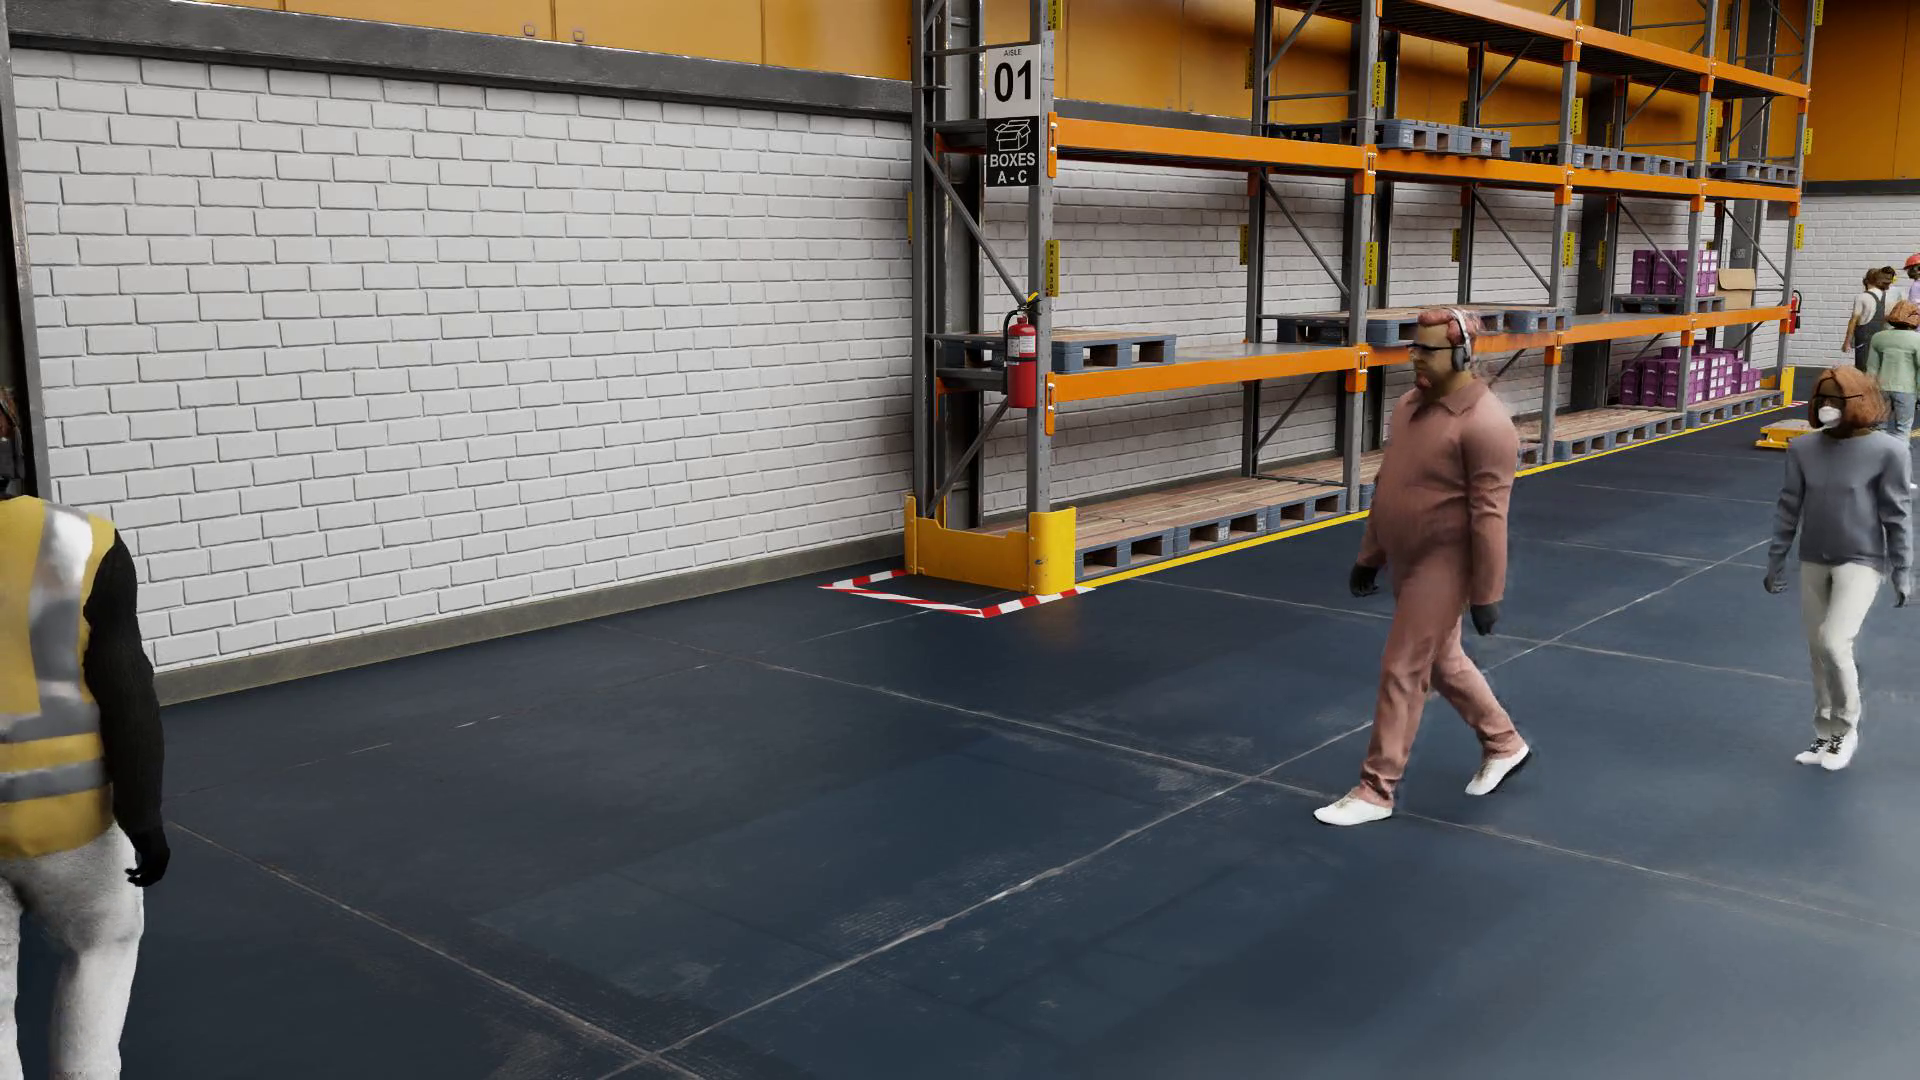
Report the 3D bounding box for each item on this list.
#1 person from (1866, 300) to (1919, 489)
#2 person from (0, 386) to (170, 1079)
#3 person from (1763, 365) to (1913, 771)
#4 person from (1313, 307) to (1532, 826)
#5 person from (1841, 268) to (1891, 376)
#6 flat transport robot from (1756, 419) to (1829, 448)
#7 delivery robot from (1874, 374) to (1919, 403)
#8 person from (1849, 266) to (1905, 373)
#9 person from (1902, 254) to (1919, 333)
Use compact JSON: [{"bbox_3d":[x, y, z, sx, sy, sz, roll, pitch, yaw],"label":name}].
[{"bbox_3d":[8.104,-1.257,14.398,0.265,1.631,0.507,-7,12,-34],"label":"person"},{"bbox_3d":[-1.980,0.569,3.442,0.658,1.826,0.481,-3,10,-16],"label":"person"},{"bbox_3d":[3.452,0.121,6.577,0.432,1.615,0.535,-5,11,-28],"label":"person"},{"bbox_3d":[1.759,0.086,6.065,0.942,1.873,0.634,-2,10,-11],"label":"person"},{"bbox_3d":[11.465,-2.533,21.161,0.509,1.815,0.635,-4,11,-21],"label":"person"},{"bbox_3d":[8.856,-1.104,17.404,0.652,0.197,1.431,8,13,37],"label":"flat transport robot"},{"bbox_3d":[12.084,-2.014,21.511,0.477,0.478,0.707,-4,11,-21],"label":"delivery robot"},{"bbox_3d":[12.159,-2.702,22.036,0.656,1.835,0.504,9,13,41],"label":"person"},{"bbox_3d":[13.215,-2.933,22.943,0.574,1.990,0.651,9,13,42],"label":"person"}]
